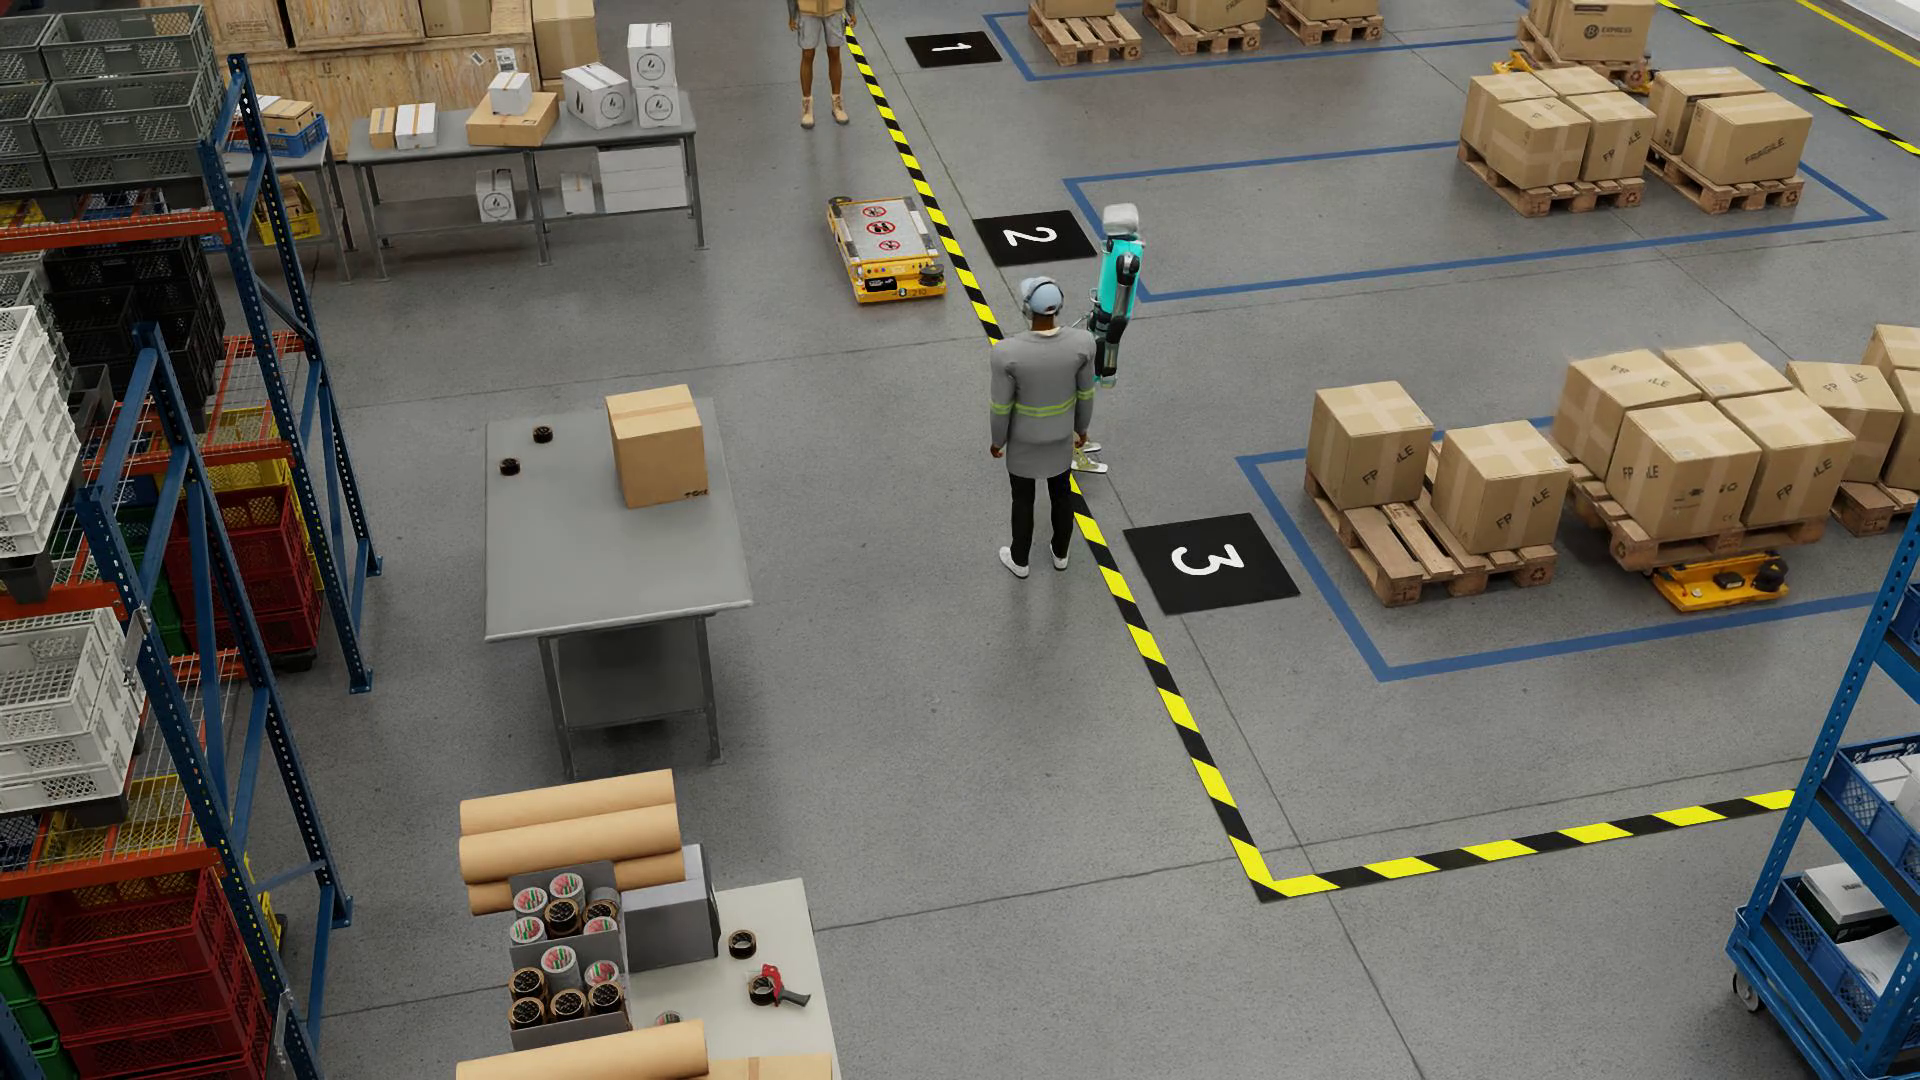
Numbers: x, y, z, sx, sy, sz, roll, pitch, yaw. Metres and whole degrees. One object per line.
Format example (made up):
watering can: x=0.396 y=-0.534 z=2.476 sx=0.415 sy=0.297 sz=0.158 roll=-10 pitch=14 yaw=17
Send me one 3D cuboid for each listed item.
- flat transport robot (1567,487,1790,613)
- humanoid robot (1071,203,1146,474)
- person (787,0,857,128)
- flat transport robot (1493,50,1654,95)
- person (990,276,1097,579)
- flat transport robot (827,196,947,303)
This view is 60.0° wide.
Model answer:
flat transport robot: x=4.127 y=-0.124 z=9.697 sx=0.652 sy=0.197 sz=1.431 roll=-8 pitch=37 yaw=-10
humanoid robot: x=0.682 y=-1.172 z=9.786 sx=0.735 sy=1.677 sz=0.533 roll=-1 pitch=37 yaw=-1
person: x=-1.174 y=-4.525 z=14.161 sx=0.605 sy=2.033 sz=0.399 roll=-7 pitch=37 yaw=-9
flat transport robot: x=5.723 y=-4.322 z=15.339 sx=1.431 sy=0.197 sz=0.652 roll=0 pitch=37 yaw=0
person: x=0.434 y=-0.604 z=9.040 sx=0.588 sy=1.852 sz=0.371 roll=-9 pitch=38 yaw=-12
flat transport robot: x=-0.570 y=-2.220 z=12.538 sx=0.659 sy=0.231 sz=1.431 roll=-8 pitch=37 yaw=-10
